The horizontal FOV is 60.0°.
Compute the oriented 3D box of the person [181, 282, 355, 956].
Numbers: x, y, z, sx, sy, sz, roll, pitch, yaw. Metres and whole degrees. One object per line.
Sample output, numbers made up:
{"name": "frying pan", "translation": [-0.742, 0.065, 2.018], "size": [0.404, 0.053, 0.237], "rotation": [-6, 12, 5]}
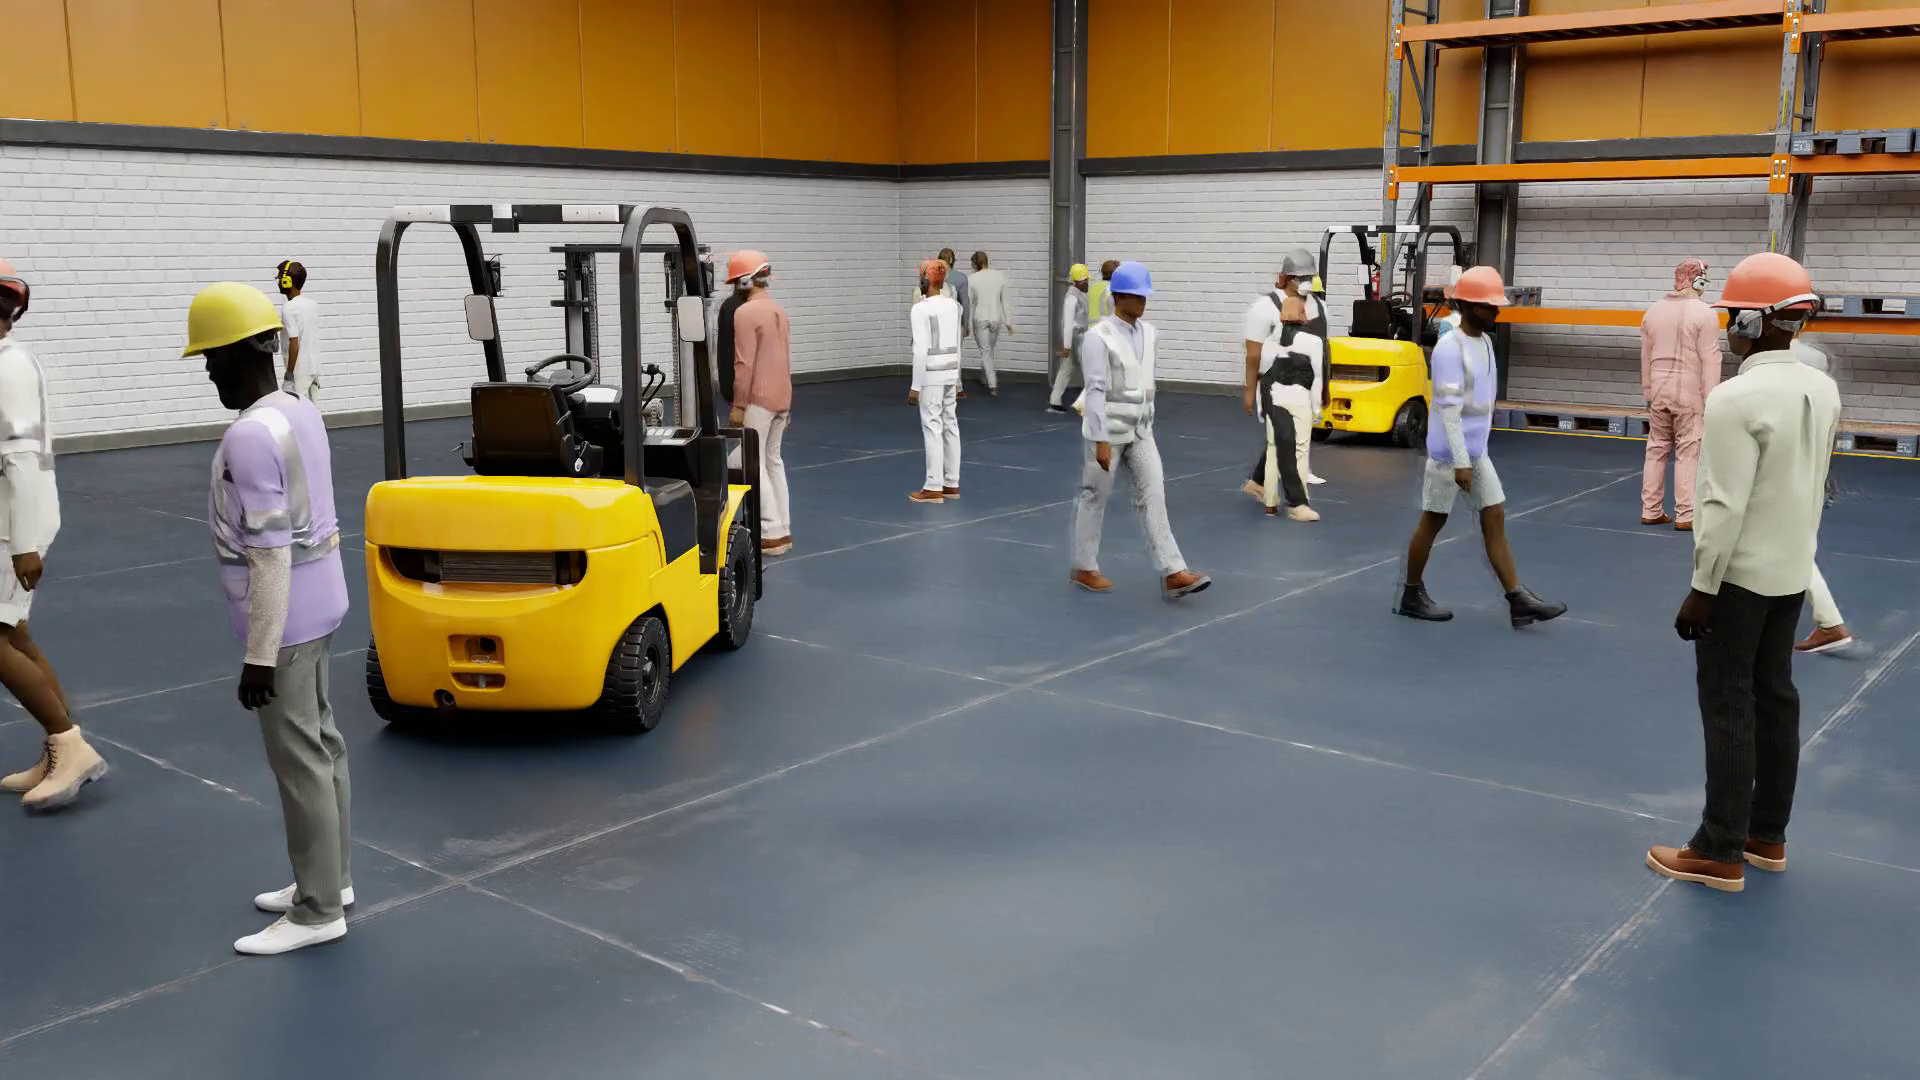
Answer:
{"name": "person", "translation": [-1.967, 0.231, 4.764], "size": [0.392, 1.917, 0.589], "rotation": [-2, 10, -9]}

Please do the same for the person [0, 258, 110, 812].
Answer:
{"name": "person", "translation": [-3.439, -0.031, 6.040], "size": [0.417, 1.994, 0.725], "rotation": [-7, 12, -34]}

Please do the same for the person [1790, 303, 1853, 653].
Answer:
{"name": "person", "translation": [4.143, -0.368, 8.378], "size": [0.511, 1.819, 0.980], "rotation": [-7, 12, -33]}

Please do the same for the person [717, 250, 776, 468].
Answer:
{"name": "person", "translation": [-1.512, -1.025, 11.597], "size": [0.526, 1.968, 0.655], "rotation": [-5, 11, -25]}

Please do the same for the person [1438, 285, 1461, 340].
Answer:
{"name": "person", "translation": [4.436, -1.461, 14.912], "size": [0.309, 1.637, 0.522], "rotation": [10, 14, 44]}

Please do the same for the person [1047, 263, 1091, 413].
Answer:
{"name": "person", "translation": [1.398, -2.334, 19.403], "size": [0.817, 1.771, 0.595], "rotation": [0, 10, 0]}

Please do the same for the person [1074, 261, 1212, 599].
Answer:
{"name": "person", "translation": [0.983, -0.594, 9.348], "size": [0.653, 1.900, 0.954], "rotation": [-9, 13, -40]}

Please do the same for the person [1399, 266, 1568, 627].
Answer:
{"name": "person", "translation": [2.715, -0.460, 8.646], "size": [0.947, 1.890, 0.573], "rotation": [9, 14, 42]}

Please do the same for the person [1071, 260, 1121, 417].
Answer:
{"name": "person", "translation": [1.638, -2.210, 18.579], "size": [0.583, 1.826, 0.645], "rotation": [-3, 11, -19]}

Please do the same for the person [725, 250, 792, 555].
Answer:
{"name": "person", "translation": [-1.272, -0.887, 10.820], "size": [0.536, 1.966, 0.679], "rotation": [4, 11, 21]}

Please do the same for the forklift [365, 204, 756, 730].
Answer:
{"name": "forklift", "translation": [-1.766, -0.406, 7.525], "size": [1.214, 2.155, 2.313], "rotation": [1, 10, 7]}

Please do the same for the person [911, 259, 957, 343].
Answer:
{"name": "person", "translation": [-0.312, -2.571, 20.619], "size": [0.669, 1.798, 0.515], "rotation": [-5, 11, -24]}

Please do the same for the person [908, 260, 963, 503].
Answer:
{"name": "person", "translation": [-0.207, -1.223, 12.944], "size": [0.383, 1.882, 0.581], "rotation": [7, 13, 35]}

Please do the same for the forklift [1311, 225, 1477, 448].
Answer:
{"name": "forklift", "translation": [4.449, -2.115, 16.993], "size": [1.214, 2.155, 2.313], "rotation": [8, 13, 38]}

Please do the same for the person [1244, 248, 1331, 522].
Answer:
{"name": "person", "translation": [2.442, -1.209, 12.397], "size": [0.707, 2.000, 1.015], "rotation": [-6, 12, -29]}

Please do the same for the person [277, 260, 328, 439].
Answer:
{"name": "person", "translation": [-5.369, -1.328, 13.528], "size": [0.327, 1.874, 0.517], "rotation": [1, 10, 5]}

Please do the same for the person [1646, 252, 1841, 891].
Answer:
{"name": "person", "translation": [2.482, 0.104, 5.245], "size": [0.622, 1.993, 0.382], "rotation": [-7, 12, -35]}

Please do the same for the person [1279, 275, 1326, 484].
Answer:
{"name": "person", "translation": [2.887, -1.353, 13.958], "size": [0.328, 1.767, 0.532], "rotation": [-5, 11, -27]}

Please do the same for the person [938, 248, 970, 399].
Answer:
{"name": "person", "translation": [-0.172, -2.770, 21.349], "size": [0.627, 1.933, 0.371], "rotation": [3, 11, 16]}

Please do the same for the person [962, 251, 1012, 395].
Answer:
{"name": "person", "translation": [0.305, -2.883, 22.134], "size": [0.666, 1.874, 1.008], "rotation": [-4, 11, -23]}

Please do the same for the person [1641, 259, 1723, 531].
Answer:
{"name": "person", "translation": [5.094, -1.016, 11.716], "size": [0.410, 1.905, 0.640], "rotation": [-5, 11, -24]}

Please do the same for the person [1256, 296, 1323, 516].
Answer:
{"name": "person", "translation": [2.426, -0.977, 12.265], "size": [0.502, 1.626, 0.311], "rotation": [5, 12, 27]}
